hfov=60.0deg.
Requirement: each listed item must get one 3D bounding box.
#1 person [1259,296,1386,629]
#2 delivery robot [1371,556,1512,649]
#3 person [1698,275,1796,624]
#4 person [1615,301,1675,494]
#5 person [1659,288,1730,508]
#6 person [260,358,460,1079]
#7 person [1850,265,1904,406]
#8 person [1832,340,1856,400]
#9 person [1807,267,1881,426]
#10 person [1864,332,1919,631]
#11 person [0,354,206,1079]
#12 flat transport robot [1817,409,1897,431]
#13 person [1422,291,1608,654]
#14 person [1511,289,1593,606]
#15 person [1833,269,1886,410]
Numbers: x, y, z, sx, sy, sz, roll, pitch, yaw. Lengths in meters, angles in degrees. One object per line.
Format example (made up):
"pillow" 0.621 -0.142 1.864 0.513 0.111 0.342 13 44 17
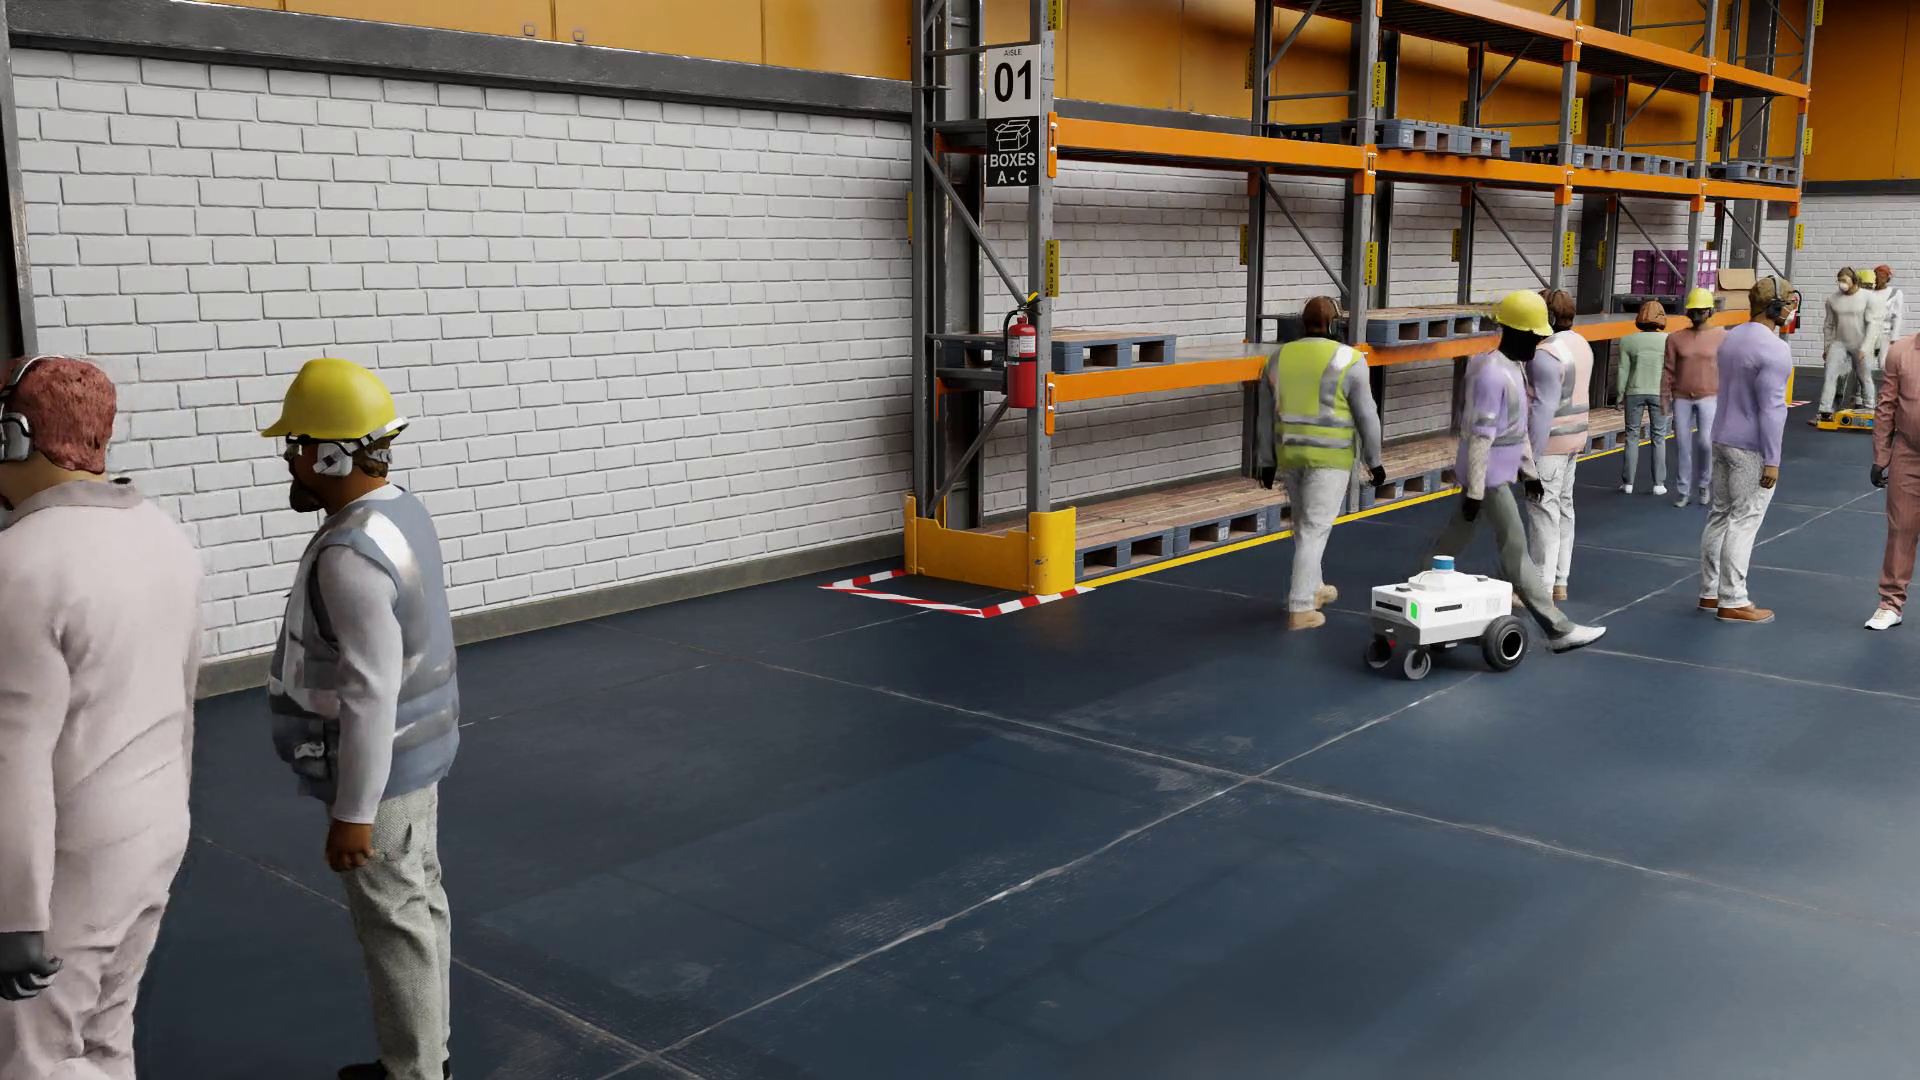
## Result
"person" 2.049 -0.438 9.254 0.858 1.810 0.649 -9 14 -43
"delivery robot" 2.376 0.322 8.211 0.707 0.478 0.477 -5 11 -29
"person" 4.386 -0.496 9.248 0.383 1.932 0.622 0 10 0
"person" 5.804 -1.199 14.066 0.500 1.632 0.286 4 11 24
"person" 5.852 -1.120 13.253 0.547 1.755 0.384 7 12 35
"person" -1.354 0.503 3.805 0.404 1.833 0.591 -2 10 -9
"person" 12.146 -2.699 21.976 0.709 1.865 0.584 -7 12 -35
"person" 12.150 -2.717 22.710 0.500 1.633 0.284 0 10 -2
"person" 10.427 -2.253 19.482 0.925 1.867 0.652 -8 13 -39
"person" 5.218 -0.424 8.883 0.654 1.904 0.407 8 13 39
"person" -1.622 0.598 3.151 0.561 1.885 0.664 0 10 -1
"flat transport robot" 10.501 -1.330 18.688 1.431 0.197 0.652 8 13 40
"person" 2.772 -0.329 8.470 1.024 1.850 0.577 4 11 21
"person" 3.405 -0.530 9.663 0.429 1.842 0.635 8 13 38
"person" 11.428 -2.540 21.185 0.602 1.813 0.579 3 10 18
